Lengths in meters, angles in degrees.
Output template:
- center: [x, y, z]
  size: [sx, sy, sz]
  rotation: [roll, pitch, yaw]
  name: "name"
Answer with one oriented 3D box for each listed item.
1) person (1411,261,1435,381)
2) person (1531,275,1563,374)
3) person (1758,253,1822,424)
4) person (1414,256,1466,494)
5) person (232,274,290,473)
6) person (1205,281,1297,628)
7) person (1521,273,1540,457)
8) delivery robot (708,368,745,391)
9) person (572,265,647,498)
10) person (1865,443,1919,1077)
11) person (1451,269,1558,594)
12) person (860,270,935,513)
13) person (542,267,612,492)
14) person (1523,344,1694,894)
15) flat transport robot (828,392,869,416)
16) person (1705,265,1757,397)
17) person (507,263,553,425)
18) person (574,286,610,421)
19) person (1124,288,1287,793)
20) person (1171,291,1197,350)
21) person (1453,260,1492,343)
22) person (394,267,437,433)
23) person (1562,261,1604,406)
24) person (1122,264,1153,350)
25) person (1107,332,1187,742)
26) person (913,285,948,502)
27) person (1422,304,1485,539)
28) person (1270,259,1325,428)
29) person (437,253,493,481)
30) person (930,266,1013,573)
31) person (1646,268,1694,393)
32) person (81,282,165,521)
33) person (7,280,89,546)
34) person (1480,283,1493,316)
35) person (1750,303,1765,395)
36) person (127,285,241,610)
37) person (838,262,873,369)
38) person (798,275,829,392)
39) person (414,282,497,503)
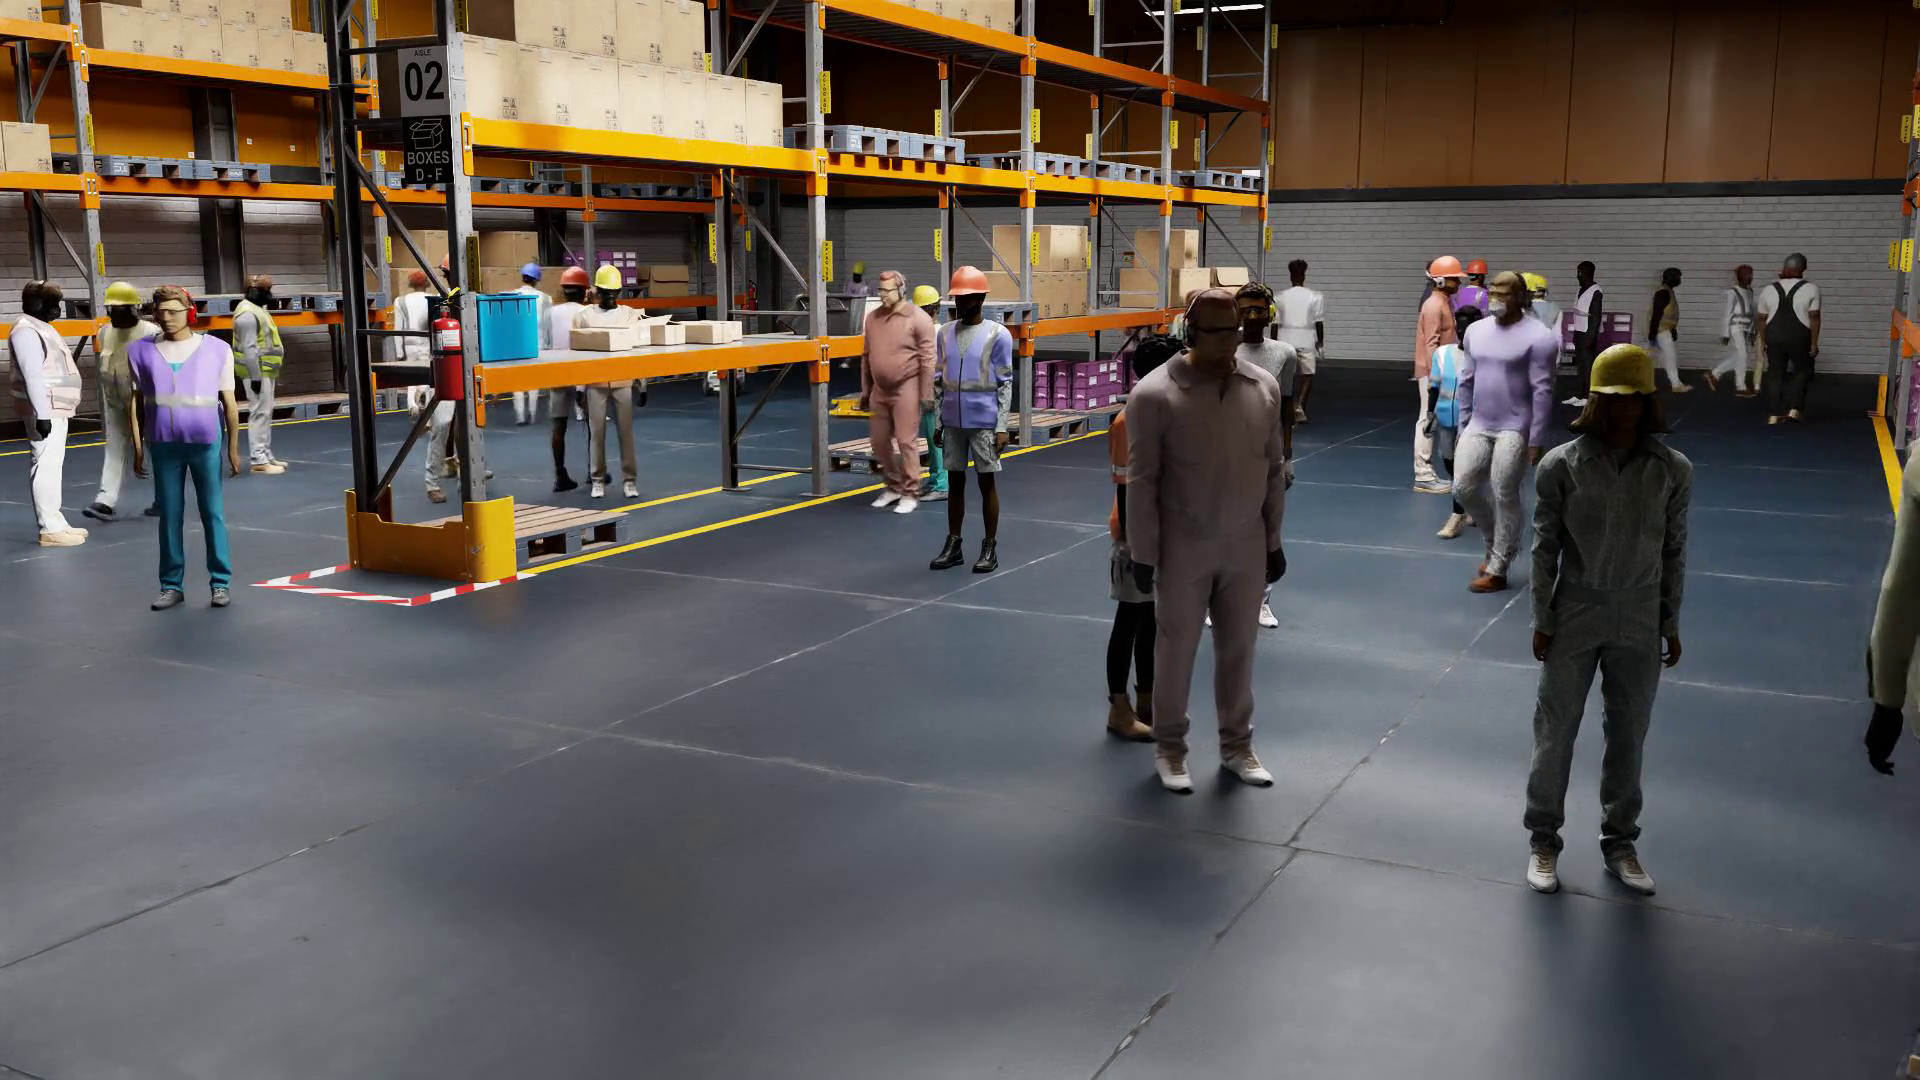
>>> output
- center: [7.430, -3.420, 26.131]
  size: [0.477, 1.919, 0.678]
  rotation: [2, 10, 9]
  name: "person"
- center: [6.450, -2.082, 18.720]
  size: [0.599, 1.778, 0.943]
  rotation: [3, 10, 15]
  name: "person"
- center: [9.827, -2.384, 19.678]
  size: [0.578, 2.000, 0.711]
  rotation: [-10, 14, -44]
  name: "person"
- center: [4.059, -1.402, 14.121]
  size: [0.392, 1.995, 0.612]
  rotation: [4, 11, 22]
  name: "person"
- center: [-6.451, -1.524, 15.325]
  size: [0.429, 1.831, 0.636]
  rotation: [-2, 10, -13]
  name: "person"
- center: [1.555, -0.451, 8.984]
  size: [0.513, 1.872, 0.328]
  rotation: [0, 10, 1]
  name: "person"
- center: [5.509, -1.715, 16.416]
  size: [0.591, 1.829, 0.404]
  rotation: [-7, 12, -37]
  name: "person"
- center: [-3.301, -2.351, 23.513]
  size: [0.477, 0.478, 0.707]
  rotation: [2, 10, 11]
  name: "delivery robot"
- center: [-2.883, -1.299, 13.743]
  size: [0.591, 1.922, 0.388]
  rotation: [-2, 10, -12]
  name: "person"
- center: [2.444, 0.394, 3.760]
  size: [0.571, 1.974, 0.644]
  rotation: [-5, 11, -28]
  name: "person"
- center: [3.215, -0.640, 9.896]
  size: [0.442, 1.929, 0.649]
  rotation: [-7, 12, -35]
  name: "person"
- center: [-0.501, -1.157, 13.023]
  size: [0.663, 1.897, 0.424]
  rotation: [7, 12, 35]
  name: "person"
- center: [-3.302, -1.386, 14.312]
  size: [0.551, 1.896, 0.788]
  rotation: [2, 10, 10]
  name: "person"
- center: [2.042, 0.257, 5.248]
  size: [0.487, 1.744, 0.297]
  rotation: [1, 10, 3]
  name: "person"
- center: [-1.143, -1.714, 20.916]
  size: [0.652, 0.197, 1.431]
  rotation: [2, 10, 12]
  name: "flat transport robot"
- center: [10.994, -2.966, 23.559]
  size: [0.586, 1.862, 0.714]
  rotation: [-9, 13, -41]
  name: "person"
- center: [-5.079, -2.291, 19.518]
  size: [0.635, 1.906, 0.489]
  rotation: [-5, 11, -28]
  name: "person"
- center: [-4.473, -2.235, 19.985]
  size: [0.517, 1.636, 0.314]
  rotation: [2, 10, 13]
  name: "person"
- center: [0.938, 0.008, 6.269]
  size: [0.654, 1.895, 0.401]
  rotation: [-3, 10, -19]
  name: "person"
- center: [2.615, -2.006, 18.790]
  size: [0.521, 1.593, 0.870]
  rotation: [5, 11, 28]
  name: "person"
- center: [6.380, -2.502, 20.658]
  size: [0.361, 1.938, 0.545]
  rotation: [-7, 12, -35]
  name: "person"
- center: [-5.984, -2.093, 18.513]
  size: [0.574, 1.869, 0.539]
  rotation: [-2, 10, -11]
  name: "person"
- center: [8.305, -2.729, 22.047]
  size: [0.391, 1.913, 0.588]
  rotation: [0, 10, -2]
  name: "person"
- center: [2.548, -3.127, 24.284]
  size: [0.411, 1.947, 0.670]
  rotation: [9, 13, 42]
  name: "person"
- center: [0.809, -0.020, 6.983]
  size: [0.319, 1.695, 0.538]
  rotation: [7, 12, 36]
  name: "person"
- center: [-0.252, -1.191, 13.588]
  size: [0.320, 1.762, 0.522]
  rotation: [-2, 10, -10]
  name: "person"
- center: [3.654, -0.869, 11.991]
  size: [0.530, 1.668, 0.803]
  rotation: [9, 13, 43]
  name: "person"
- center: [3.888, -2.256, 19.181]
  size: [0.643, 1.952, 0.419]
  rotation: [3, 10, 17]
  name: "person"
- center: [-4.462, -1.553, 14.855]
  size: [0.394, 2.044, 0.609]
  rotation: [-8, 12, -38]
  name: "person"
- center: [0.061, -0.757, 10.553]
  size: [0.542, 1.938, 0.358]
  rotation: [5, 11, 27]
  name: "person"
- center: [10.255, -3.017, 24.030]
  size: [0.872, 1.802, 0.639]
  rotation: [4, 11, 24]
  name: "person"
- center: [-6.286, -1.027, 12.519]
  size: [0.625, 1.792, 0.874]
  rotation: [2, 10, 10]
  name: "person"
- center: [-6.334, -0.881, 11.569]
  size: [0.429, 1.838, 0.621]
  rotation: [-4, 10, -21]
  name: "person"
- center: [7.517, -2.954, 24.302]
  size: [0.514, 1.583, 0.765]
  rotation: [6, 12, 33]
  name: "person"
- center: [11.578, -2.880, 23.830]
  size: [0.513, 1.593, 0.841]
  rotation: [7, 12, 35]
  name: "person"
- center: [-4.411, -0.526, 9.495]
  size: [0.571, 1.840, 0.374]
  rotation: [-2, 10, -12]
  name: "person"
- center: [-1.794, -3.929, 29.165]
  size: [0.615, 1.864, 1.042]
  rotation: [7, 12, 37]
  name: "person"
- center: [-1.950, -2.750, 22.528]
  size: [0.505, 1.802, 0.971]
  rotation: [-1, 10, -6]
  name: "person"
- center: [-4.130, -1.264, 13.646]
  size: [0.684, 1.899, 0.546]
  rotation: [-4, 10, -20]
  name: "person"
